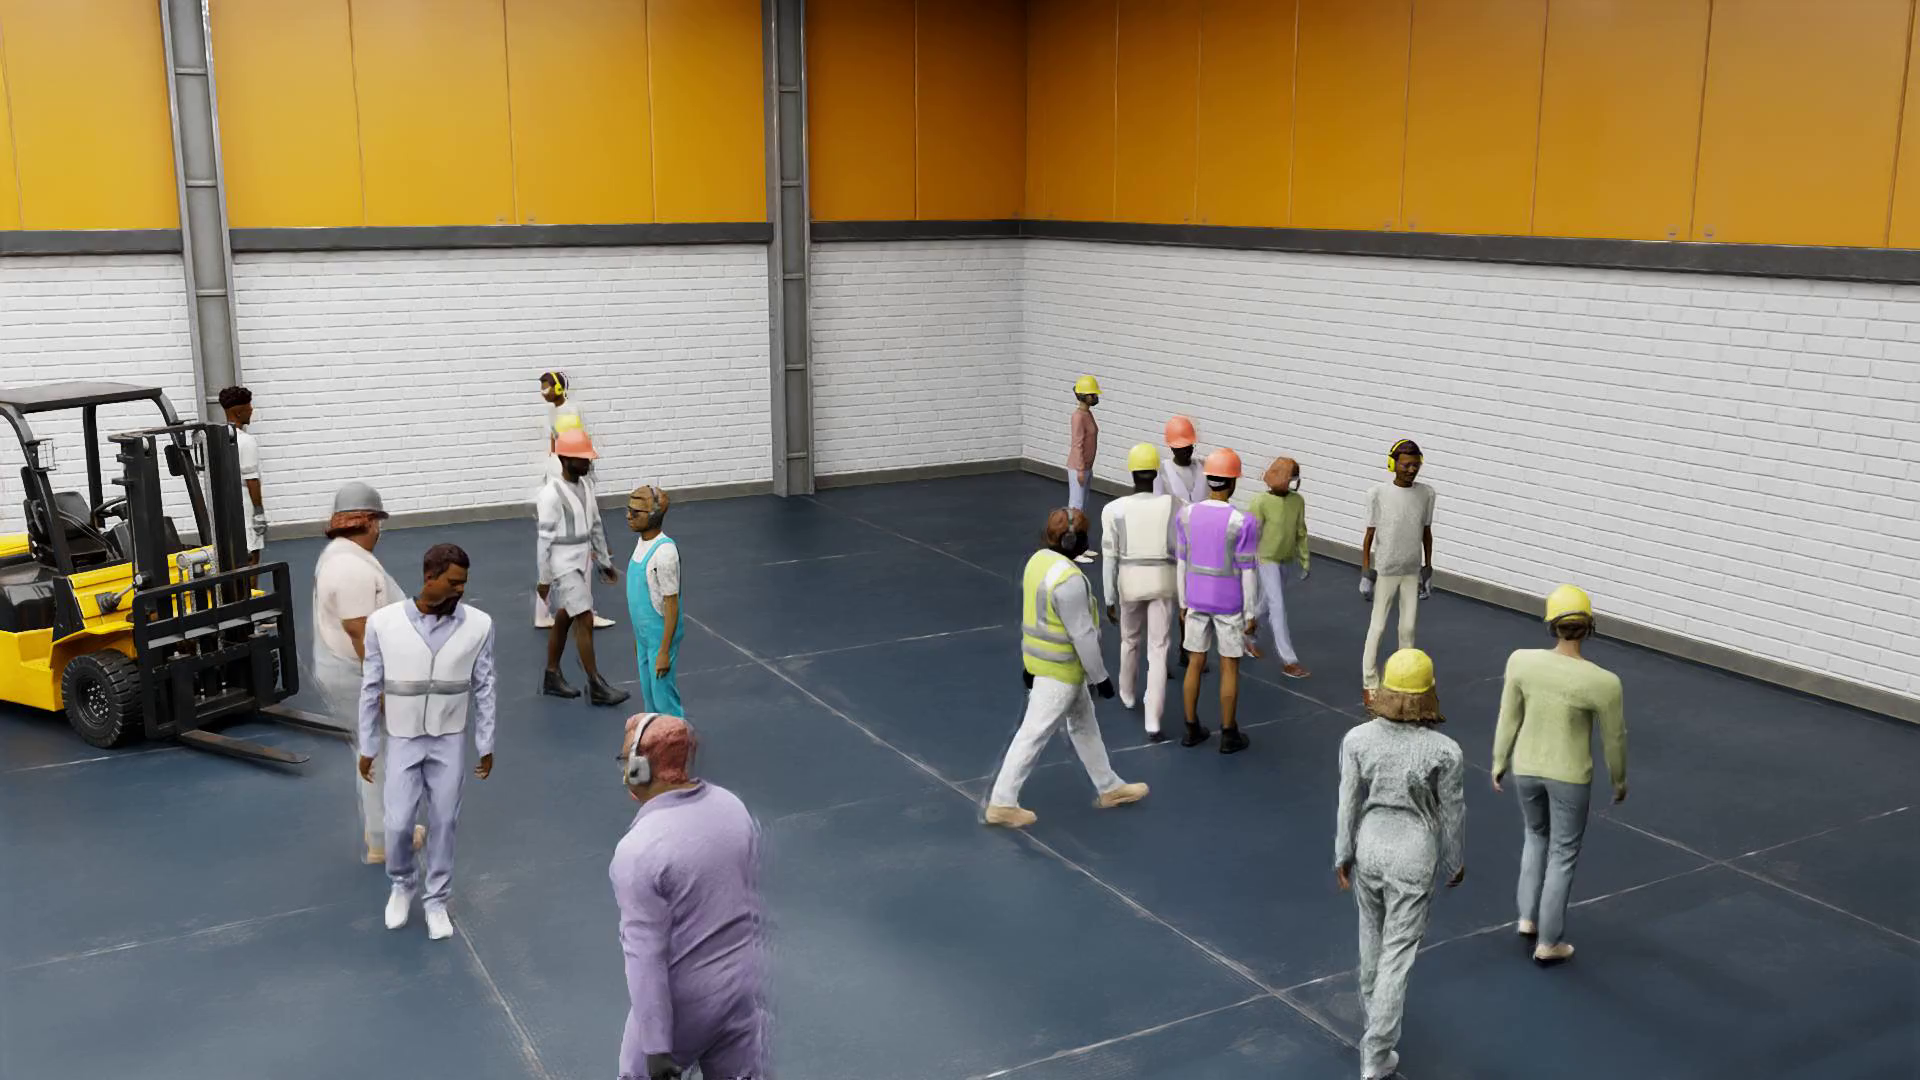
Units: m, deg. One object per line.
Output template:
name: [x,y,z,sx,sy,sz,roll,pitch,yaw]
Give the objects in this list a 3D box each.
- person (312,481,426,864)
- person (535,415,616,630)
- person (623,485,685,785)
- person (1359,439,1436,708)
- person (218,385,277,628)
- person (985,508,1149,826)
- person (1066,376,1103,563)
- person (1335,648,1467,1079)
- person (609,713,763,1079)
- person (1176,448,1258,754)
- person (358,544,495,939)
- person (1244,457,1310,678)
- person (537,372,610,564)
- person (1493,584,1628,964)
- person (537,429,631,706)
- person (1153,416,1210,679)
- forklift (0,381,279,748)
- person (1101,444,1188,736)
person: [-3.136,0.668,8.828,0.541,2.000,0.725,-5,13,-22]
person: [-3.101,-0.135,13.304,0.728,1.735,0.545,-6,13,-25]
person: [-1.781,0.590,9.659,0.342,1.846,0.509,-6,14,-28]
person: [2.973,0.234,11.301,0.519,1.860,0.318,-2,12,-9]
person: [-5.782,-0.258,13.370,0.610,1.953,0.366,9,15,35]
person: [0.578,0.705,9.272,1.004,1.791,0.622,-2,12,-11]
person: [1.180,-0.676,15.778,0.324,1.769,0.523,3,12,15]
person: [1.809,1.269,6.762,0.484,1.713,0.811,8,15,34]
person: [-0.939,1.480,5.449,0.815,1.861,0.651,8,14,32]
person: [1.615,0.382,10.437,0.547,1.930,0.369,9,15,35]
person: [-2.515,0.950,7.890,0.655,1.892,0.438,-7,14,-30]
person: [2.339,0.169,12.239,0.509,1.586,0.870,-7,14,-30]
person: [-3.695,-0.660,15.583,0.847,1.820,0.524,-8,14,-32]
person: [2.744,1.067,7.612,0.540,1.750,0.451,12,17,44]
person: [-2.567,0.187,11.399,0.854,1.901,0.556,3,12,13]
person: [1.607,0.054,12.024,0.593,1.916,0.408,-5,13,-22]
forklift: [-5.853,0.085,11.199,2.313,2.155,1.214,7,14,28]
person: [1.219,0.302,10.956,0.591,1.871,1.004,1,12,5]
